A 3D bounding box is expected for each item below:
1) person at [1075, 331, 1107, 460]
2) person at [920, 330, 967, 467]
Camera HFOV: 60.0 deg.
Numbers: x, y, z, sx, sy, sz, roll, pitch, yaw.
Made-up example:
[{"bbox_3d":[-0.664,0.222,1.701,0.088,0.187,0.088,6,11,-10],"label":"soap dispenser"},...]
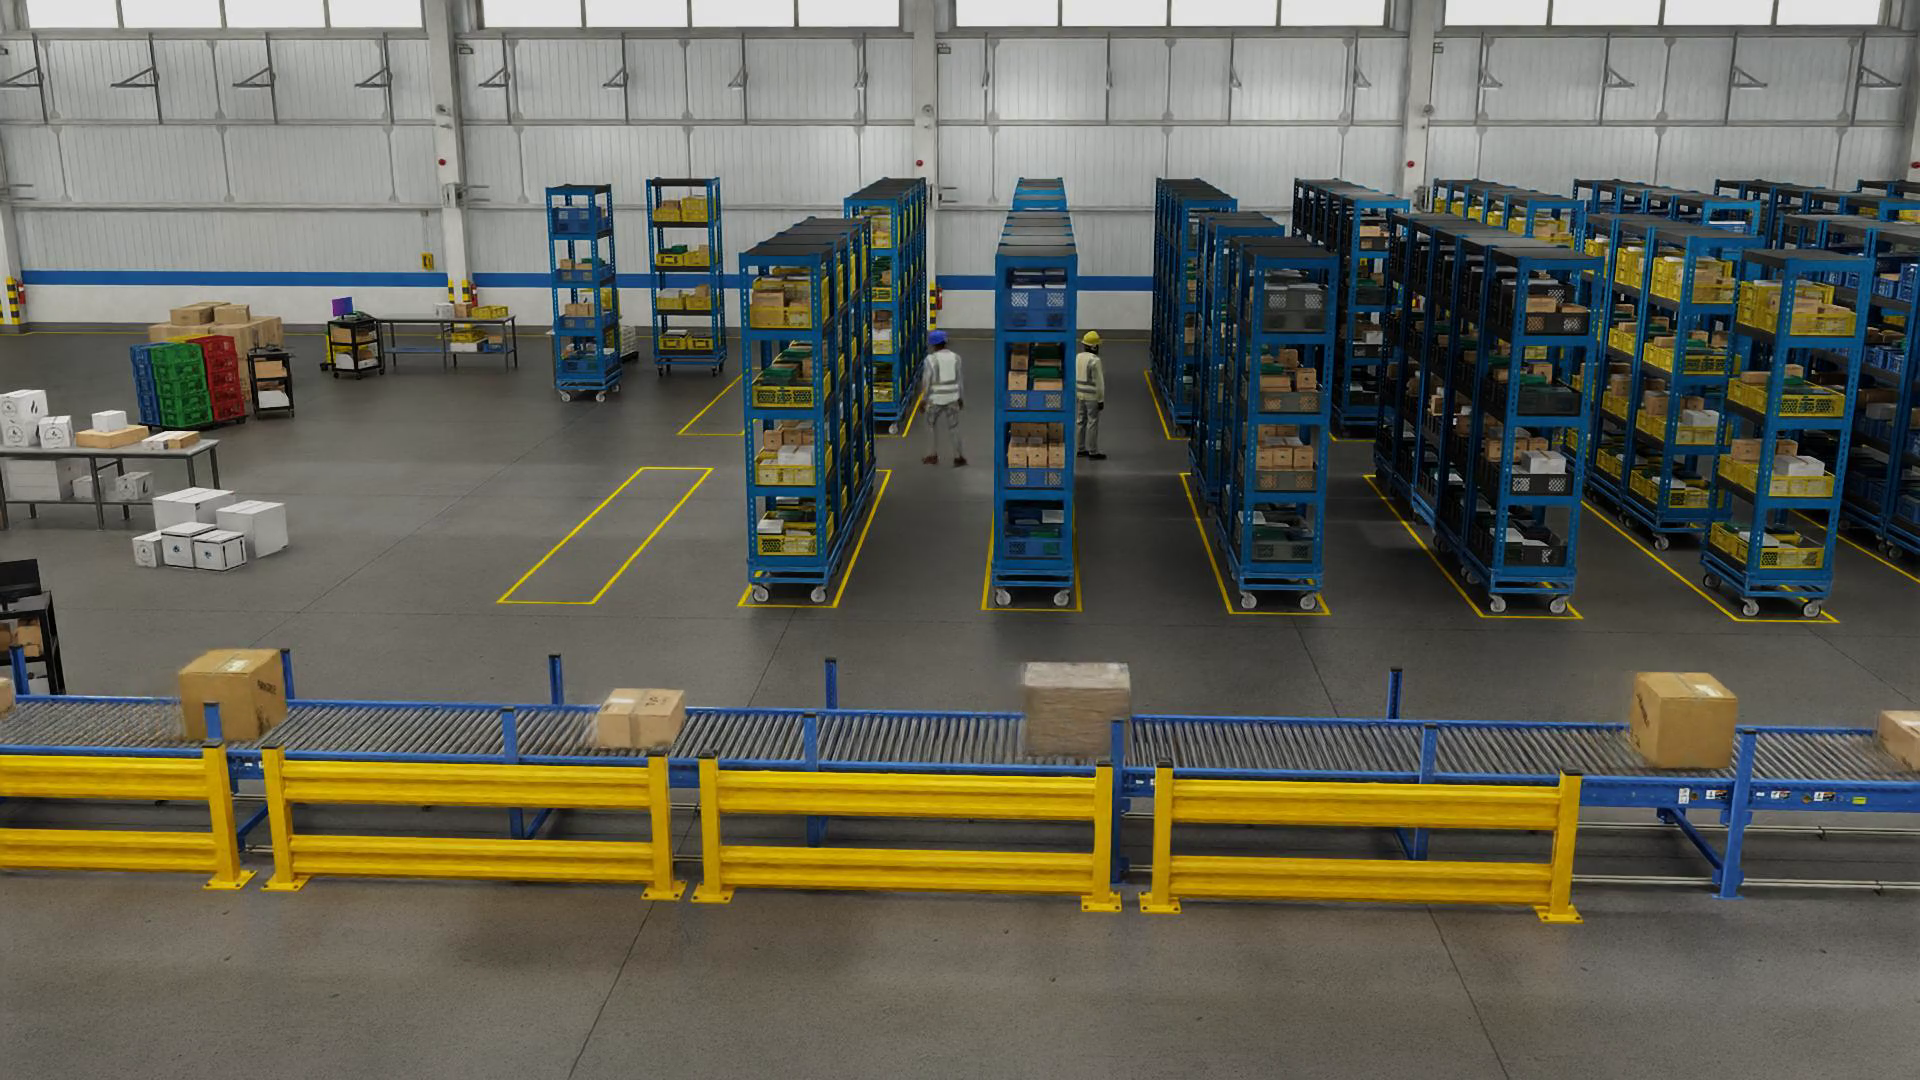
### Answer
[{"bbox_3d":[1.861,-2.053,23.687,0.404,1.833,0.589,-10,18,-33],"label":"person"},{"bbox_3d":[-0.270,-1.978,23.269,0.690,1.902,0.609,-8,17,-28],"label":"person"}]
